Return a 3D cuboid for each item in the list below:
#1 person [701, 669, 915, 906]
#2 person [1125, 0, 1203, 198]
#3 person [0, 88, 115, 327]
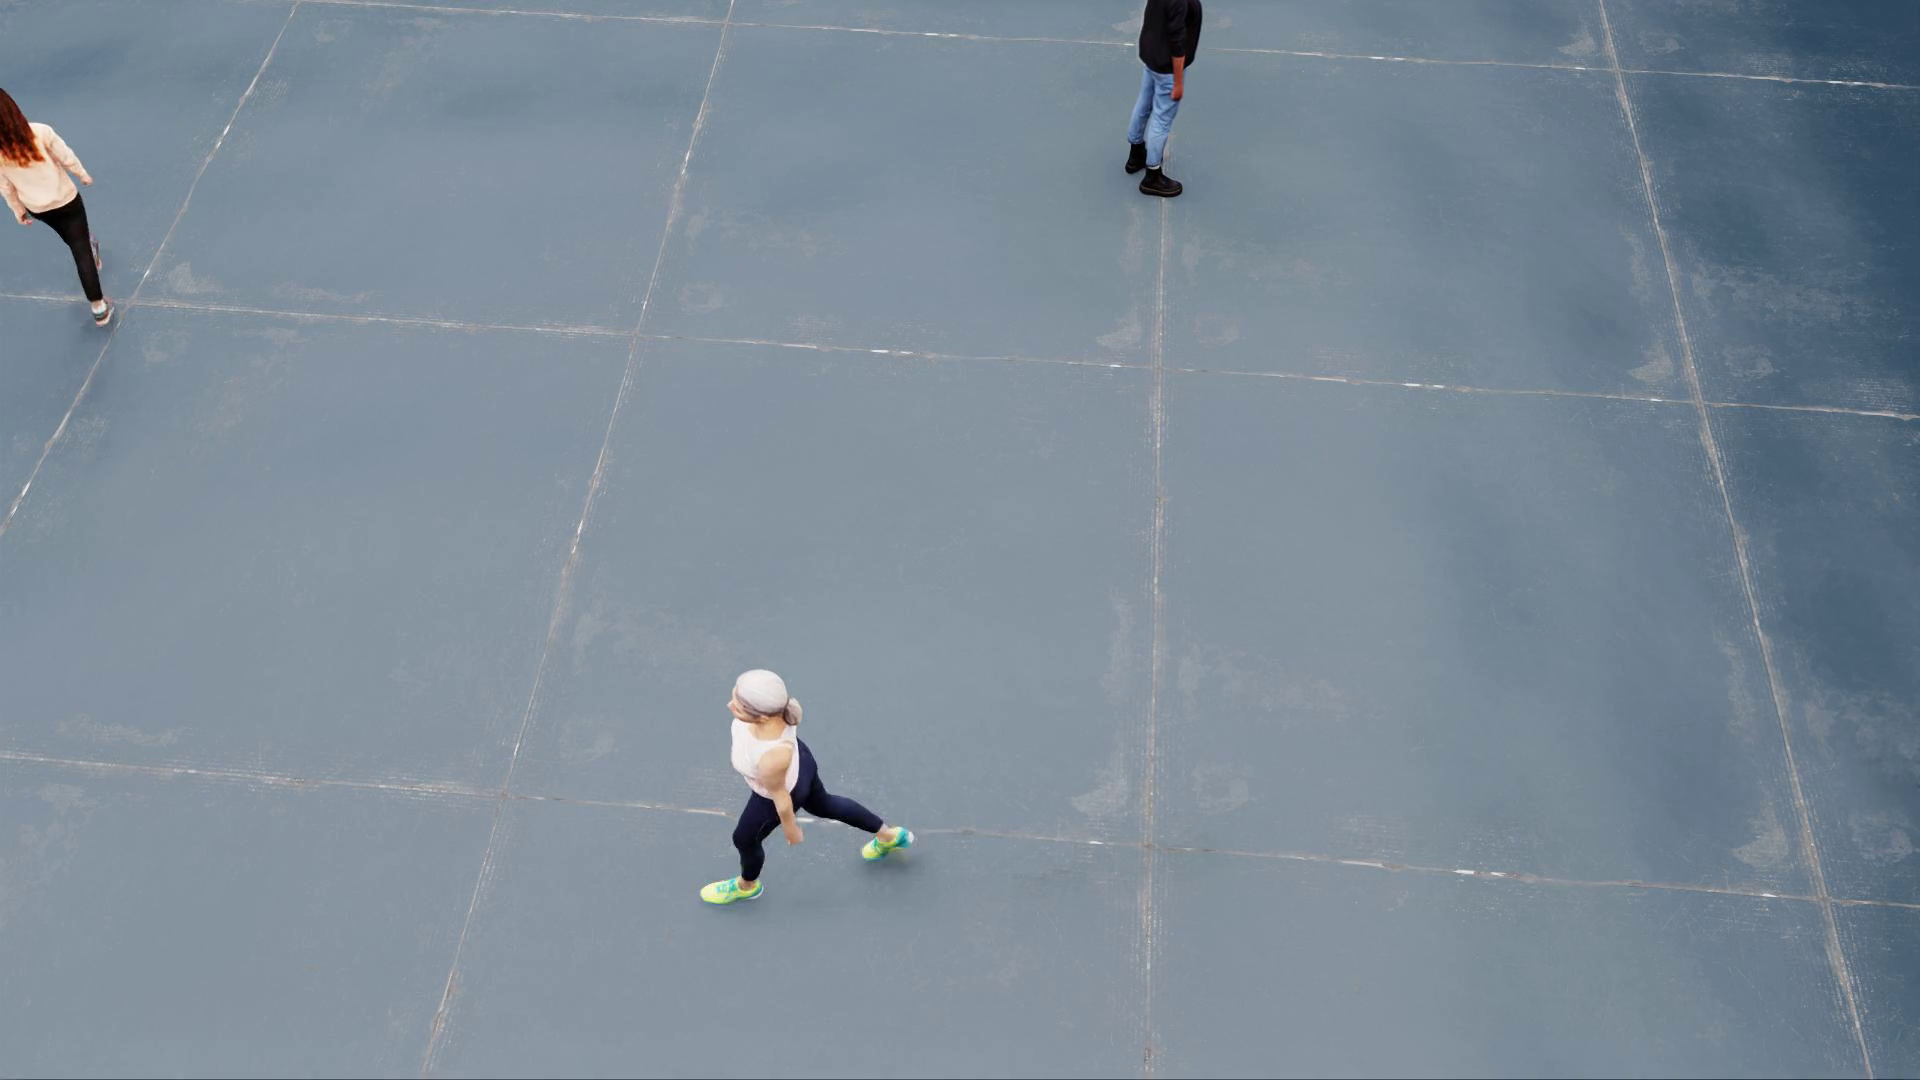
[{"bbox_3d":[-0.634,0.993,6.811,1.218,1.665,0.752,-3,52,-2],"label":"person"},{"bbox_3d":[1.186,-2.789,9.718,0.655,1.701,0.650,-14,54,-11],"label":"person"},{"bbox_3d":[-4.985,-1.827,9.134,0.981,1.447,0.819,-10,53,-8],"label":"person"}]
